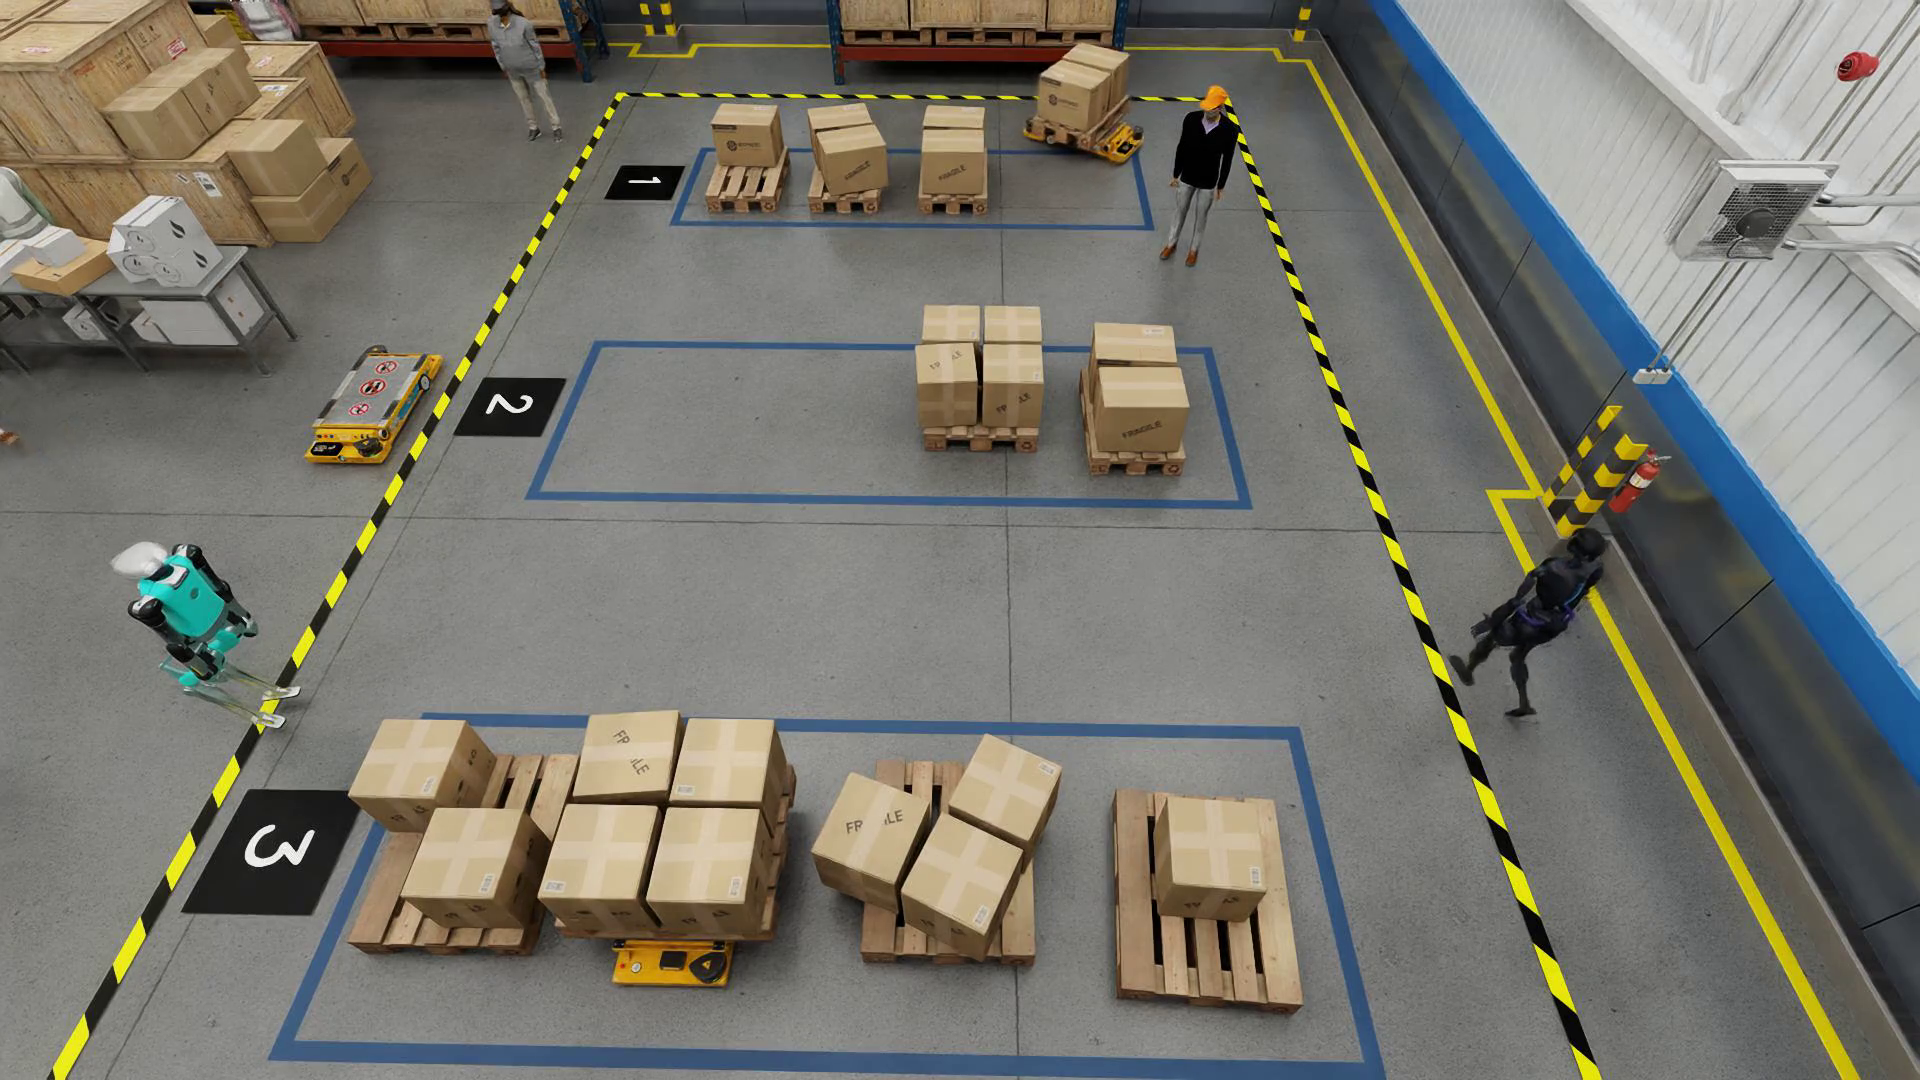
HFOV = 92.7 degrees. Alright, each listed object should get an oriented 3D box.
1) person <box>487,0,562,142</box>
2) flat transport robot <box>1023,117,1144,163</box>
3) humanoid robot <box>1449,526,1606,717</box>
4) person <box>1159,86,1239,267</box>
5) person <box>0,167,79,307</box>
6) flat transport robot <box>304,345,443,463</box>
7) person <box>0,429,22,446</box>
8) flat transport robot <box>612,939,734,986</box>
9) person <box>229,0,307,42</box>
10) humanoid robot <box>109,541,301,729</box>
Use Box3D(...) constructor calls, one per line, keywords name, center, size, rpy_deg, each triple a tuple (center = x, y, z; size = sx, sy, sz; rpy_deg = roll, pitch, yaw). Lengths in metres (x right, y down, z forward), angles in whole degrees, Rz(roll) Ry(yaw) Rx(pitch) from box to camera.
Box3D(name="person", center=(-5.387, -5.827, 11.314), size=(0.572, 1.767, 0.399), rpy_deg=(1, 50, 1))
Box3D(name="flat transport robot", center=(1.592, -5.260, 11.799), size=(1.431, 0.197, 0.652), rpy_deg=(24, 54, 19))
Box3D(name="humanoid robot", center=(3.746, 0.575, 5.971), size=(0.610, 1.638, 0.637), rpy_deg=(-7, 50, -6))
Box3D(name="person", center=(2.469, -3.735, 9.473), size=(0.585, 1.880, 0.386), rpy_deg=(24, 54, 19))
Box3D(name="person", center=(-8.797, -2.836, 8.667), size=(0.387, 1.949, 0.602), rpy_deg=(10, 50, 8))
Box3D(name="flat transport robot", center=(-5.383, -1.269, 8.441), size=(0.659, 0.231, 1.431), rpy_deg=(1, 50, 1))
Box3D(name="person", center=(-8.758, -1.513, 7.618), size=(0.864, 1.848, 0.576), rpy_deg=(9, 50, 7))
Box3D(name="flat transport robot", center=(-1.659, 1.971, 5.681), size=(0.652, 0.197, 1.431), rpy_deg=(1, 50, 1))
Box3D(name="person", center=(-8.967, -6.671, 12.019), size=(0.612, 1.790, 0.672), rpy_deg=(-11, 51, -9))
Box3D(name="humanoid robot", center=(-4.869, 0.621, 5.793), size=(0.735, 1.674, 0.533), rpy_deg=(1, 50, 1))
